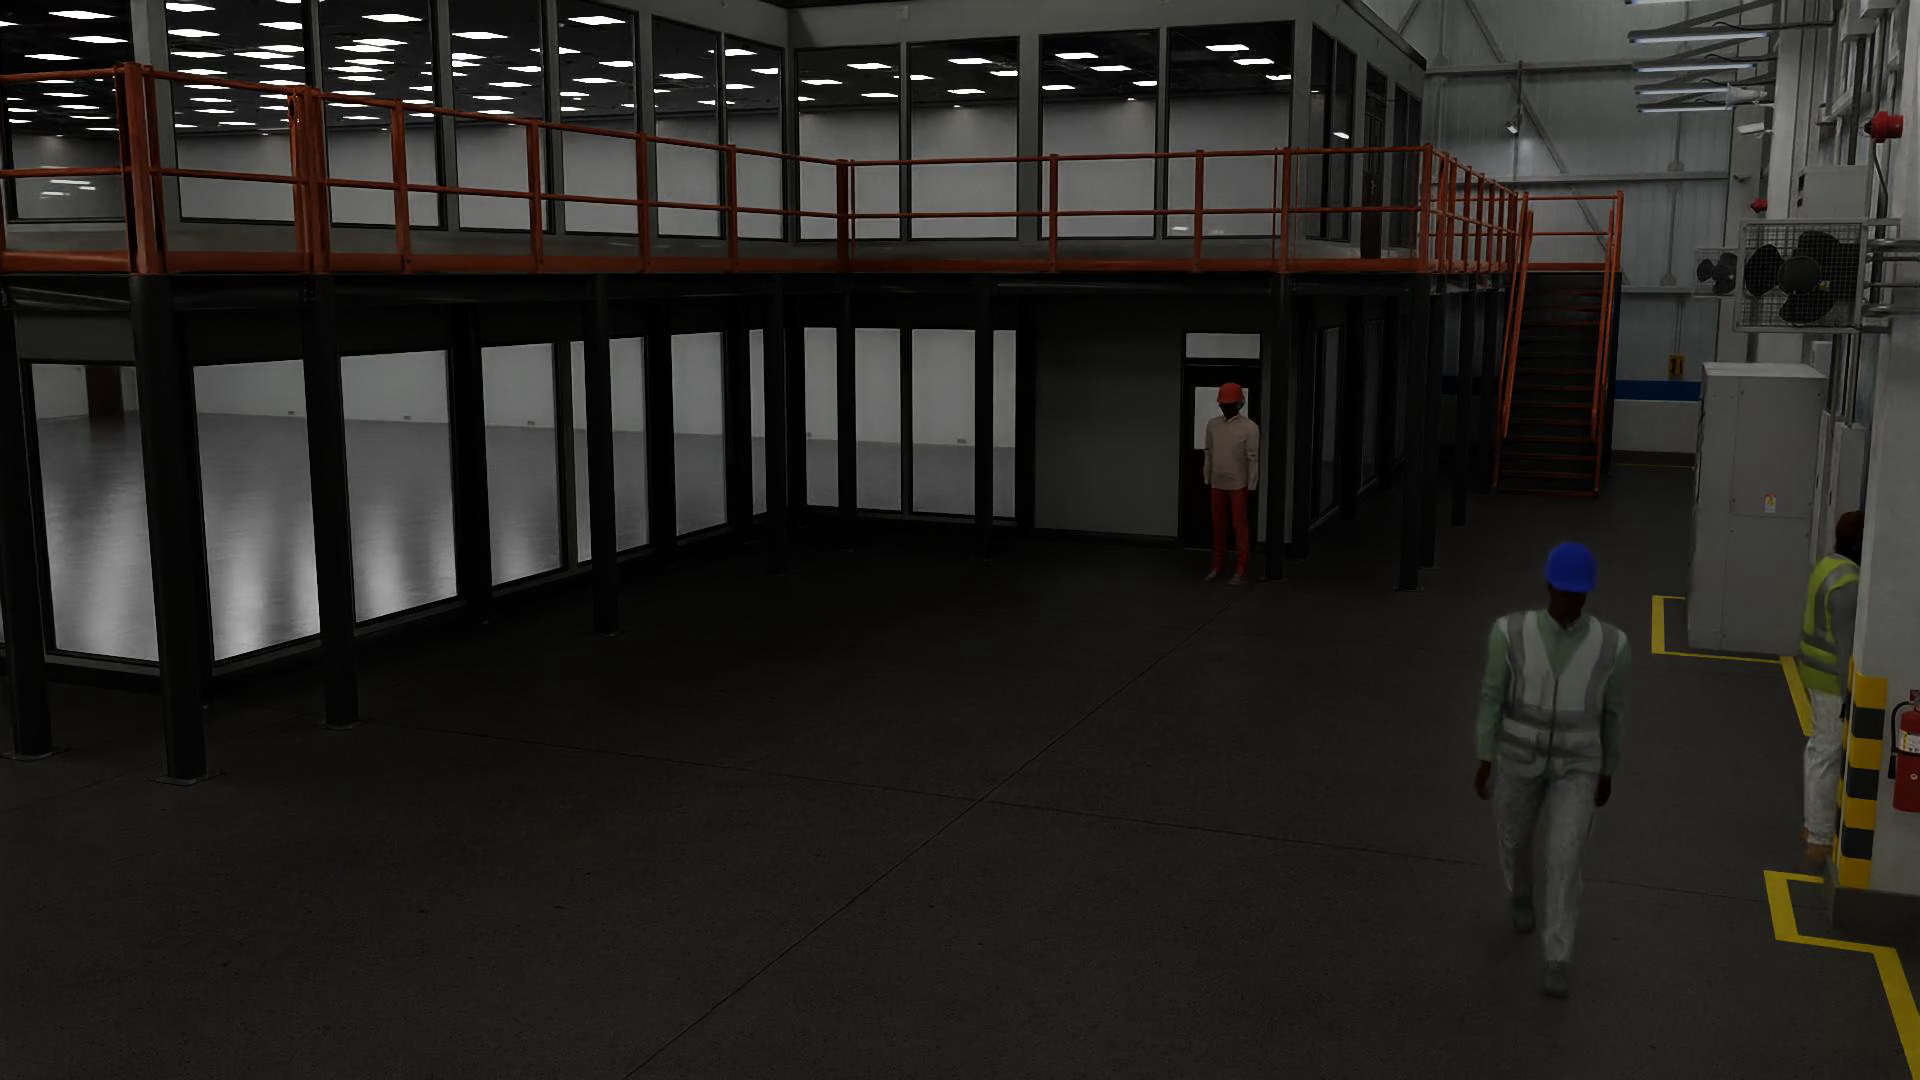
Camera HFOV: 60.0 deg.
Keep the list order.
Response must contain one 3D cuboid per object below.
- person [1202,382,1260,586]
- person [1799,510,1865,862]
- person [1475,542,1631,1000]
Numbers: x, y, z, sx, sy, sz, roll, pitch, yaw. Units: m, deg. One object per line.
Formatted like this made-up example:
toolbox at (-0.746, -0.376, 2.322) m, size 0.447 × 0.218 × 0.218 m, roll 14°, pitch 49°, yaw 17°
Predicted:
person at (2.619, -0.545, 16.190) m, size 0.613 × 1.986 × 0.408 m, roll 9°, pitch 13°, yaw 43°
person at (4.592, 0.753, 8.637) m, size 0.429 × 1.841 × 0.629 m, roll 3°, pitch 10°, yaw 20°
person at (2.577, 0.933, 7.281) m, size 0.611 × 1.922 × 0.896 m, roll 3°, pitch 10°, yaw 19°
